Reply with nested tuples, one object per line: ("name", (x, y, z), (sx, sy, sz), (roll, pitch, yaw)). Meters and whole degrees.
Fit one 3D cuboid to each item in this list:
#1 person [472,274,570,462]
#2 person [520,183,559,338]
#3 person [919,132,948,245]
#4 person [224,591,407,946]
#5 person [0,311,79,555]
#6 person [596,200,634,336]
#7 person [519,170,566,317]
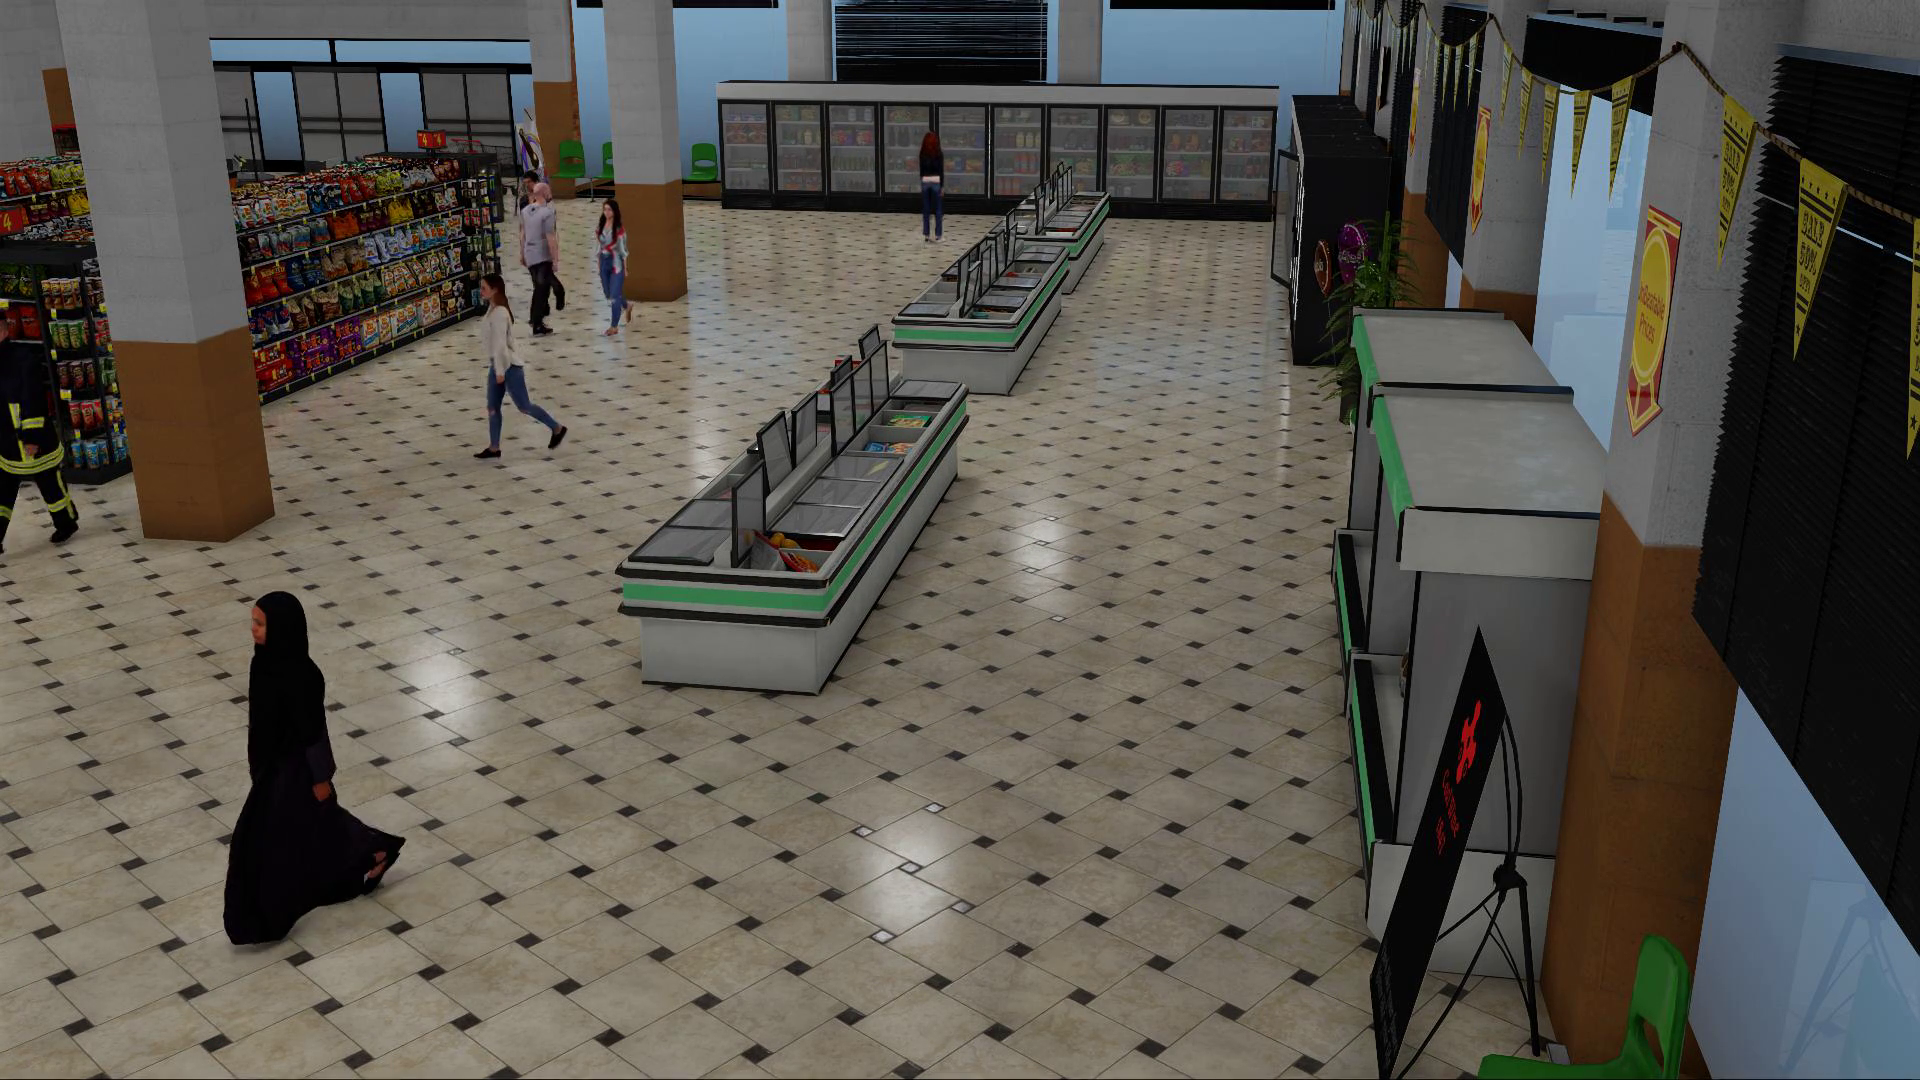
("person", (-3.935, -1.513, 14.729), (1.082, 1.662, 1.111), (-9, 21, -25))
("person", (-5.098, -3.346, 19.930), (0.814, 1.812, 0.828), (13, 23, 35))
("person", (-0.472, -5.696, 26.943), (0.608, 1.785, 0.660), (6, 19, 16))
("person", (-2.919, 0.981, 7.443), (1.148, 1.592, 1.020), (-16, 24, -39))
("person", (-6.951, -0.816, 12.411), (0.773, 1.822, 1.110), (2, 19, 7))
("person", (-4.158, -3.307, 20.150), (0.730, 1.598, 0.979), (8, 20, 22))
("person", (-5.303, -3.752, 21.098), (0.707, 1.834, 0.820), (6, 20, 17))
